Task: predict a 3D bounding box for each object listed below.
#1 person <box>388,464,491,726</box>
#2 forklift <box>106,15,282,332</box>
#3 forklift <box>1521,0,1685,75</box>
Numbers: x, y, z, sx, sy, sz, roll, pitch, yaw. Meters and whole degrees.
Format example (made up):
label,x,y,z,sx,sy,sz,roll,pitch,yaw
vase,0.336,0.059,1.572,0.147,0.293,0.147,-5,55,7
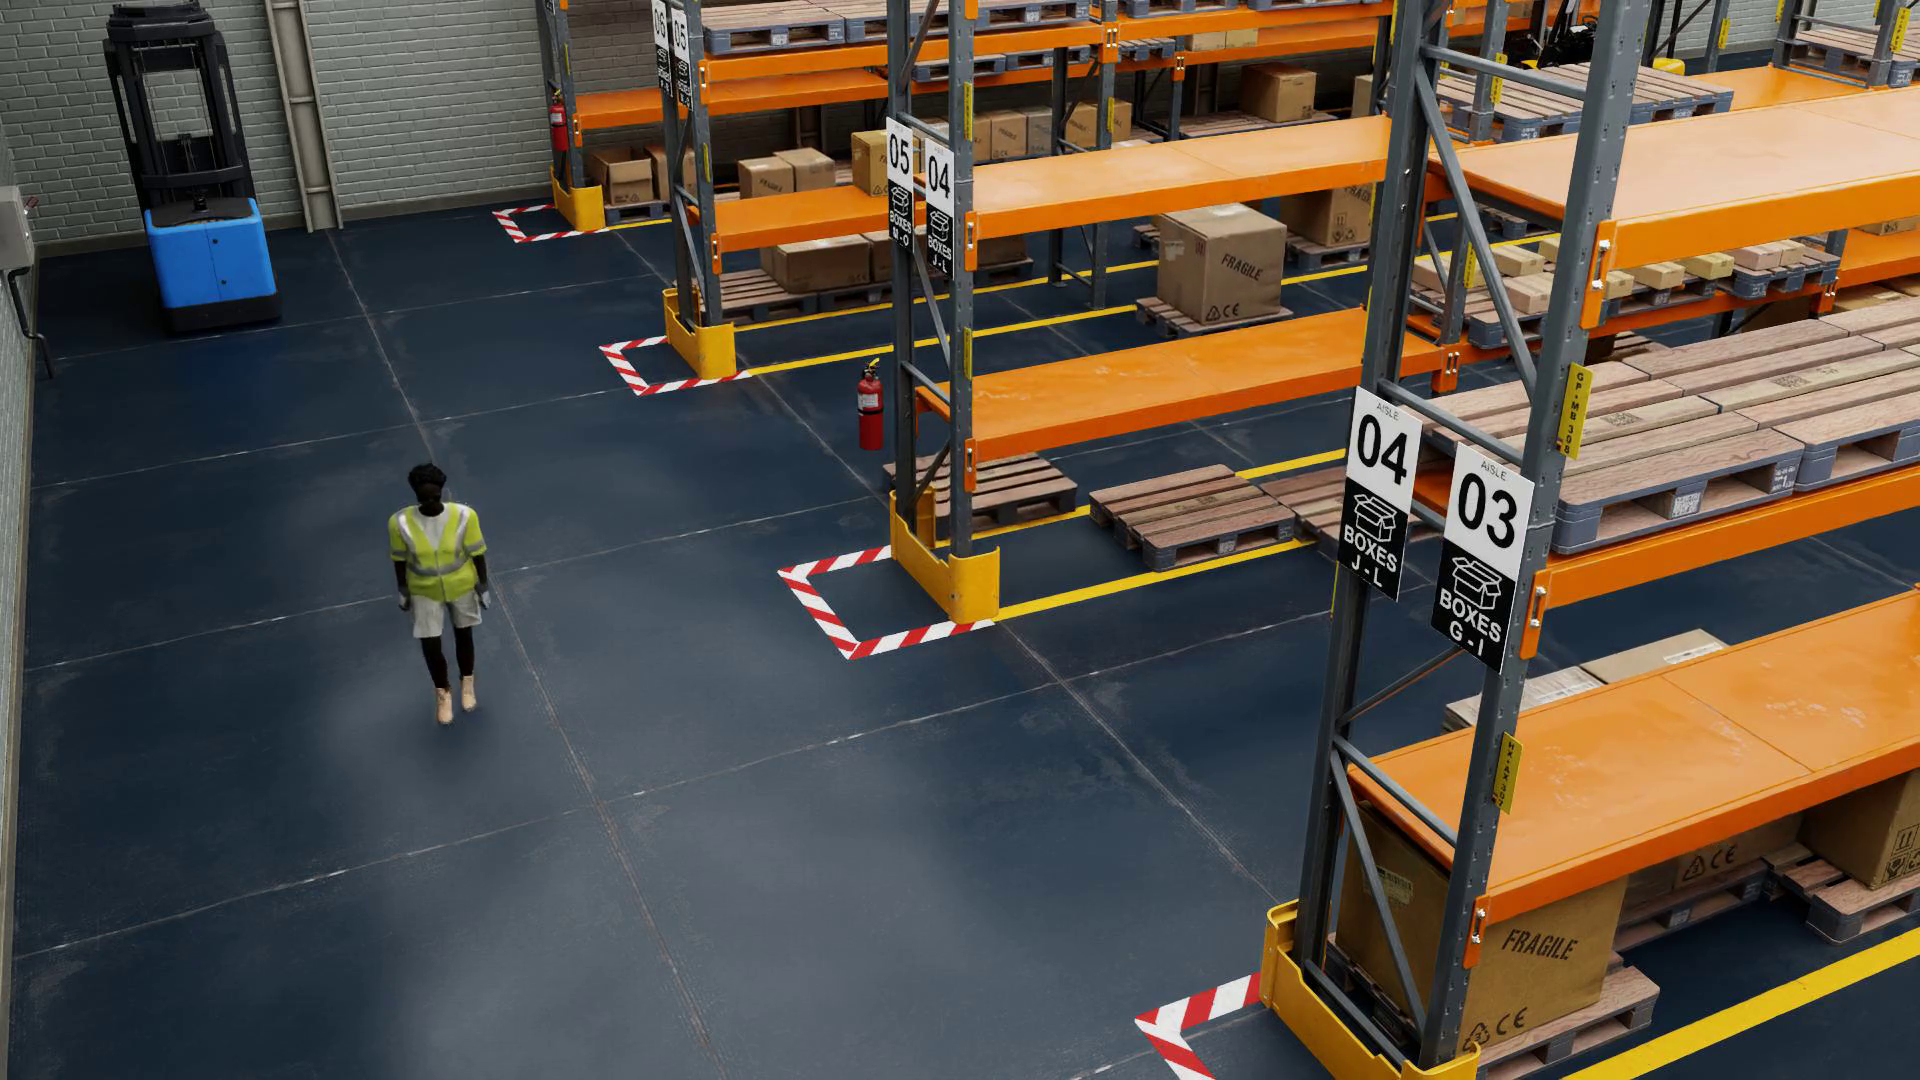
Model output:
label,x,y,z,sx,sy,sz,roll,pitch,yaw
person,-3.070,0.333,9.917,0.555,1.677,0.533,-9,29,-16
forklift,-7.548,-3.672,16.323,1.129,2.768,1.873,-12,30,-22
forklift,8.950,-6.807,23.056,1.214,2.155,2.313,-12,30,-22
